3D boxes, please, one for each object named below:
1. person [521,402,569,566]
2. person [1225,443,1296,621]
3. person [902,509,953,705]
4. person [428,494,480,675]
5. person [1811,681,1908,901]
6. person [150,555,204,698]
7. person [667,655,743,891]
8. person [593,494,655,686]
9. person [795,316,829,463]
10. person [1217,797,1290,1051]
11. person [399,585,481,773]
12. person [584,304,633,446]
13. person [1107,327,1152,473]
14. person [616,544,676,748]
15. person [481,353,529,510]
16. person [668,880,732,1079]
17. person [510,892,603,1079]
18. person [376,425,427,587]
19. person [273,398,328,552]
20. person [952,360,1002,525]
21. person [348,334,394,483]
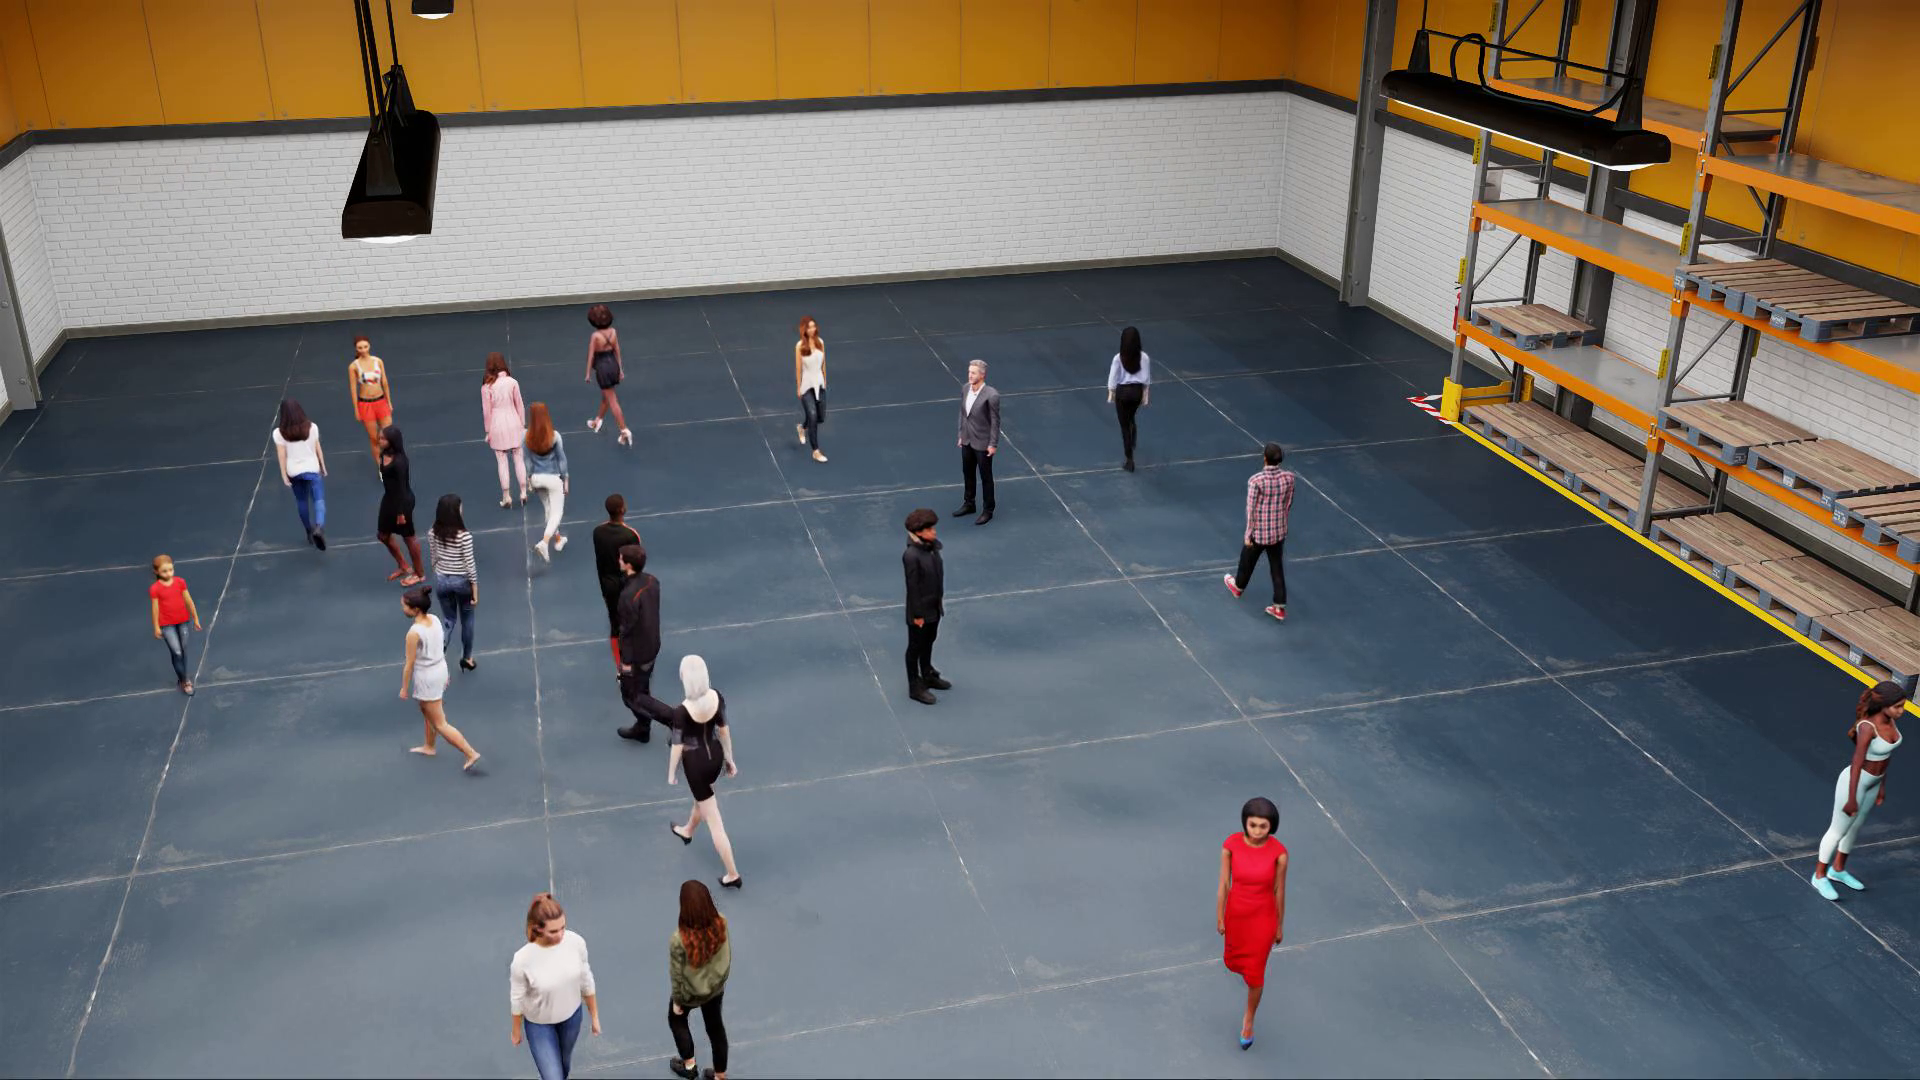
[{"bbox_3d":[-4.314,-0.569,17.242,0.893,1.677,1.127,4,24,9],"label":"person"},{"bbox_3d":[2.996,-0.056,16.009,0.776,1.726,1.129,-8,25,-18],"label":"person"},{"bbox_3d":[-0.323,0.550,14.555,0.785,1.779,0.722,12,27,26],"label":"person"},{"bbox_3d":[-4.513,0.479,14.733,0.851,1.767,1.015,5,24,10],"label":"person"},{"bbox_3d":[6.422,1.761,11.854,0.618,1.724,0.621,-15,28,-30],"label":"person"},{"bbox_3d":[-7.010,0.715,14.777,0.743,1.300,0.664,20,30,38],"label":"person"},{"bbox_3d":[-1.765,1.700,11.917,1.211,1.785,1.019,19,30,37],"label":"person"},{"bbox_3d":[-3.030,0.472,14.712,0.731,1.797,0.751,5,24,11],"label":"person"},{"bbox_3d":[-1.834,-1.838,20.028,0.816,1.771,0.998,-18,29,-35],"label":"person"},{"bbox_3d":[1.846,2.351,10.502,0.843,1.726,0.989,6,24,14],"label":"person"},{"bbox_3d":[-4.215,1.131,13.434,0.891,1.613,0.985,5,24,12],"label":"person"},{"bbox_3d":[-4.274,-1.982,20.398,1.140,1.739,1.001,17,29,34],"label":"person"},{"bbox_3d":[2.028,-1.633,19.610,0.678,1.730,0.697,-9,25,-20],"label":"person"},{"bbox_3d":[-2.561,0.911,13.677,1.006,1.822,1.011,4,24,9],"label":"person"},{"bbox_3d":[-5.078,-1.222,18.579,0.666,1.802,0.608,-13,27,-27],"label":"person"},{"bbox_3d":[-1.520,2.723,9.978,0.746,1.463,0.792,-19,30,-37],"label":"person"},{"bbox_3d":[-2.384,2.750,9.631,0.891,1.691,1.128,-16,28,-33],"label":"person"},{"bbox_3d":[-5.548,-0.356,16.712,0.795,1.712,0.692,-18,30,-36],"label":"person"},{"bbox_3d":[-6.866,-0.646,17.437,0.619,1.663,0.974,-7,25,-16],"label":"person"},{"bbox_3d":[0.190,-1.108,18.272,0.748,1.841,0.875,21,31,39],"label":"person"},{"bbox_3d":[-6.855,-1.558,19.370,0.694,1.785,0.712,-15,28,-30],"label":"person"}]
